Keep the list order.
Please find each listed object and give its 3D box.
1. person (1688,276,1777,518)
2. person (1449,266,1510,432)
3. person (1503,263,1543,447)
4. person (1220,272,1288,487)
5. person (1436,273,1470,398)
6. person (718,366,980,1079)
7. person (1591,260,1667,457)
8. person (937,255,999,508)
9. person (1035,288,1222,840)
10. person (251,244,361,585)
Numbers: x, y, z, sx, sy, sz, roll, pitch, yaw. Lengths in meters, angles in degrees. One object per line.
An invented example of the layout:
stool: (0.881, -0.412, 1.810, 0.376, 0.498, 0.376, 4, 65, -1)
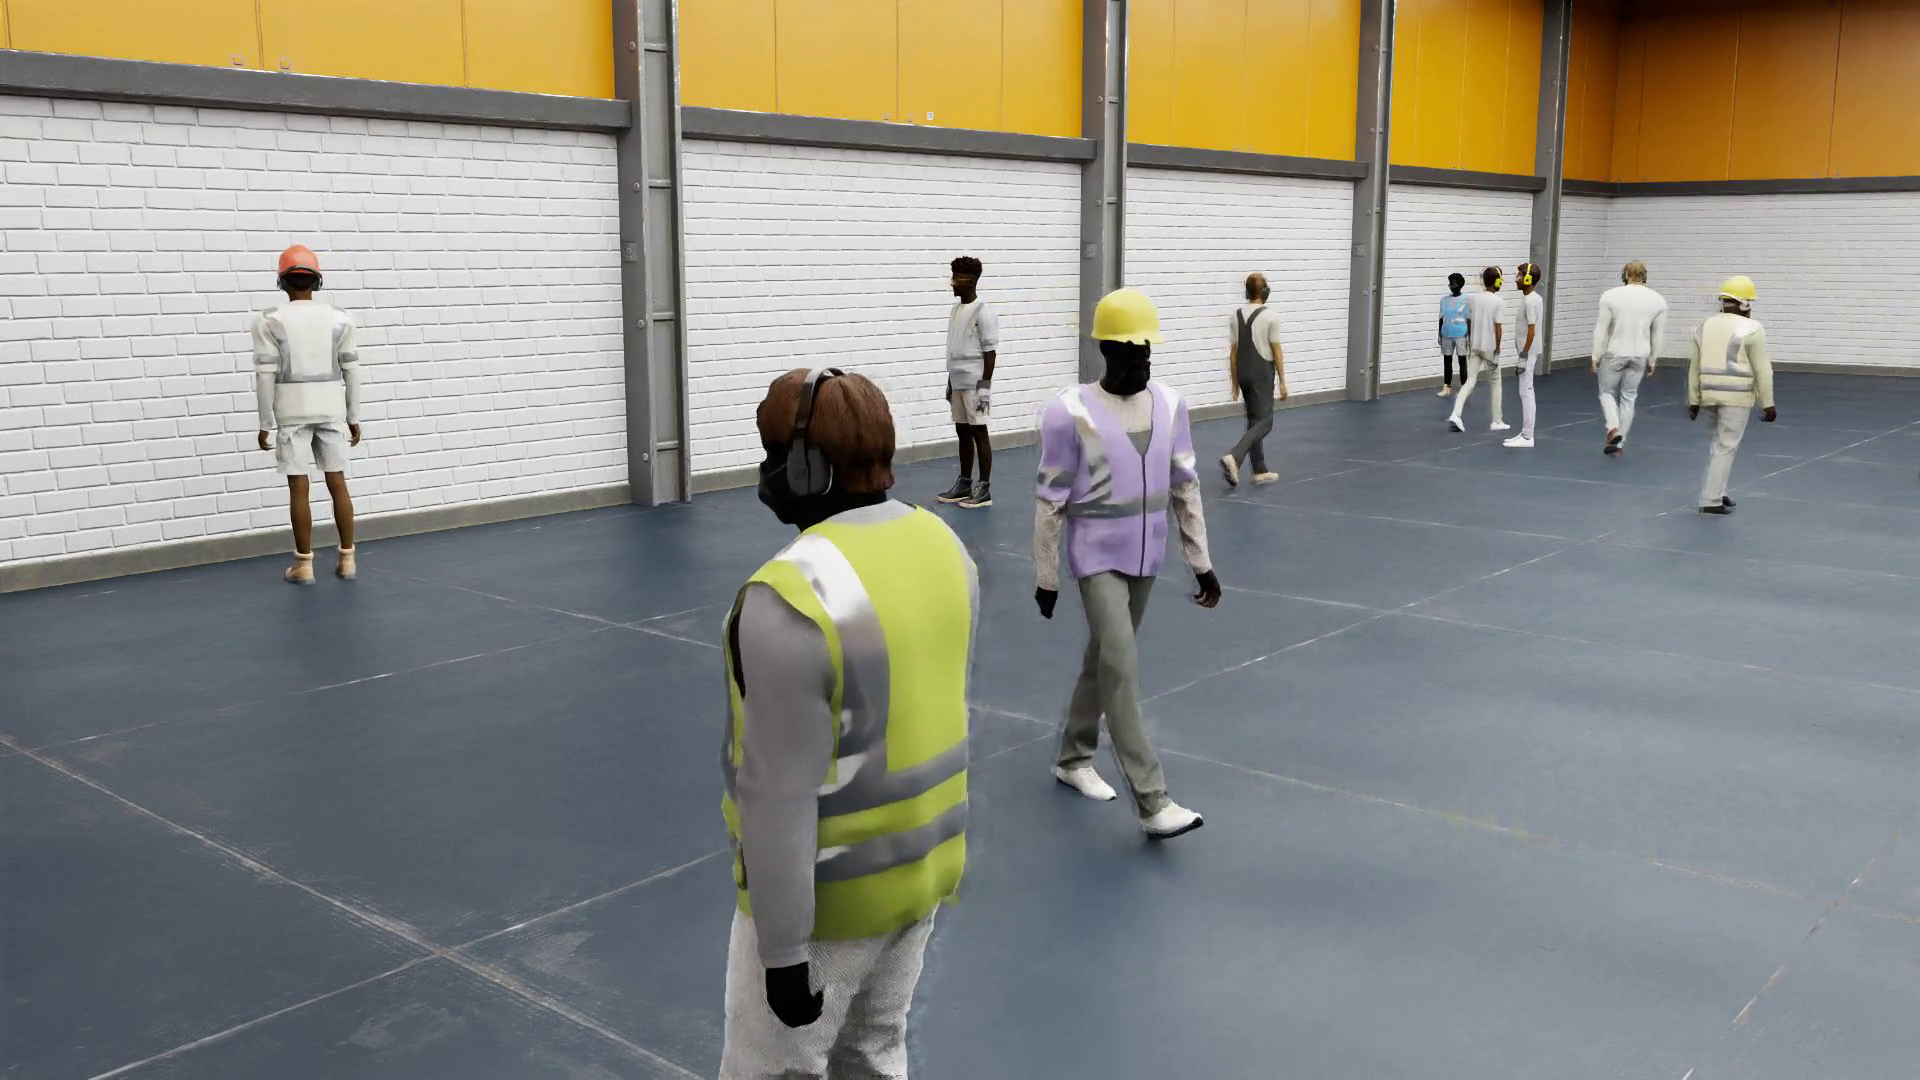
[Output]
person: (5.851, -1.065, 12.506, 0.629, 1.811, 0.599, -3, 11, -19)
person: (5.748, -2.102, 18.354, 0.928, 1.838, 0.527, -8, 13, -39)
person: (5.758, -1.879, 16.964, 0.328, 1.874, 0.521, 4, 11, 23)
person: (2.468, -1.346, 14.059, 0.781, 1.827, 0.519, -8, 13, -38)
person: (6.693, -2.760, 22.495, 0.319, 1.694, 0.533, -9, 13, -42)
person: (-0.166, 0.609, 2.947, 0.530, 1.830, 0.633, 6, 12, 30)
person: (6.440, -1.736, 16.048, 0.675, 1.905, 0.516, 1, 10, 6)
person: (0.070, -1.240, 13.052, 0.369, 1.967, 0.601, -5, 11, -28)
person: (0.609, 0.078, 5.804, 0.595, 1.878, 0.982, -7, 12, -35)
person: (-3.946, -0.754, 10.066, 0.614, 2.040, 0.390, -8, 12, -37)
